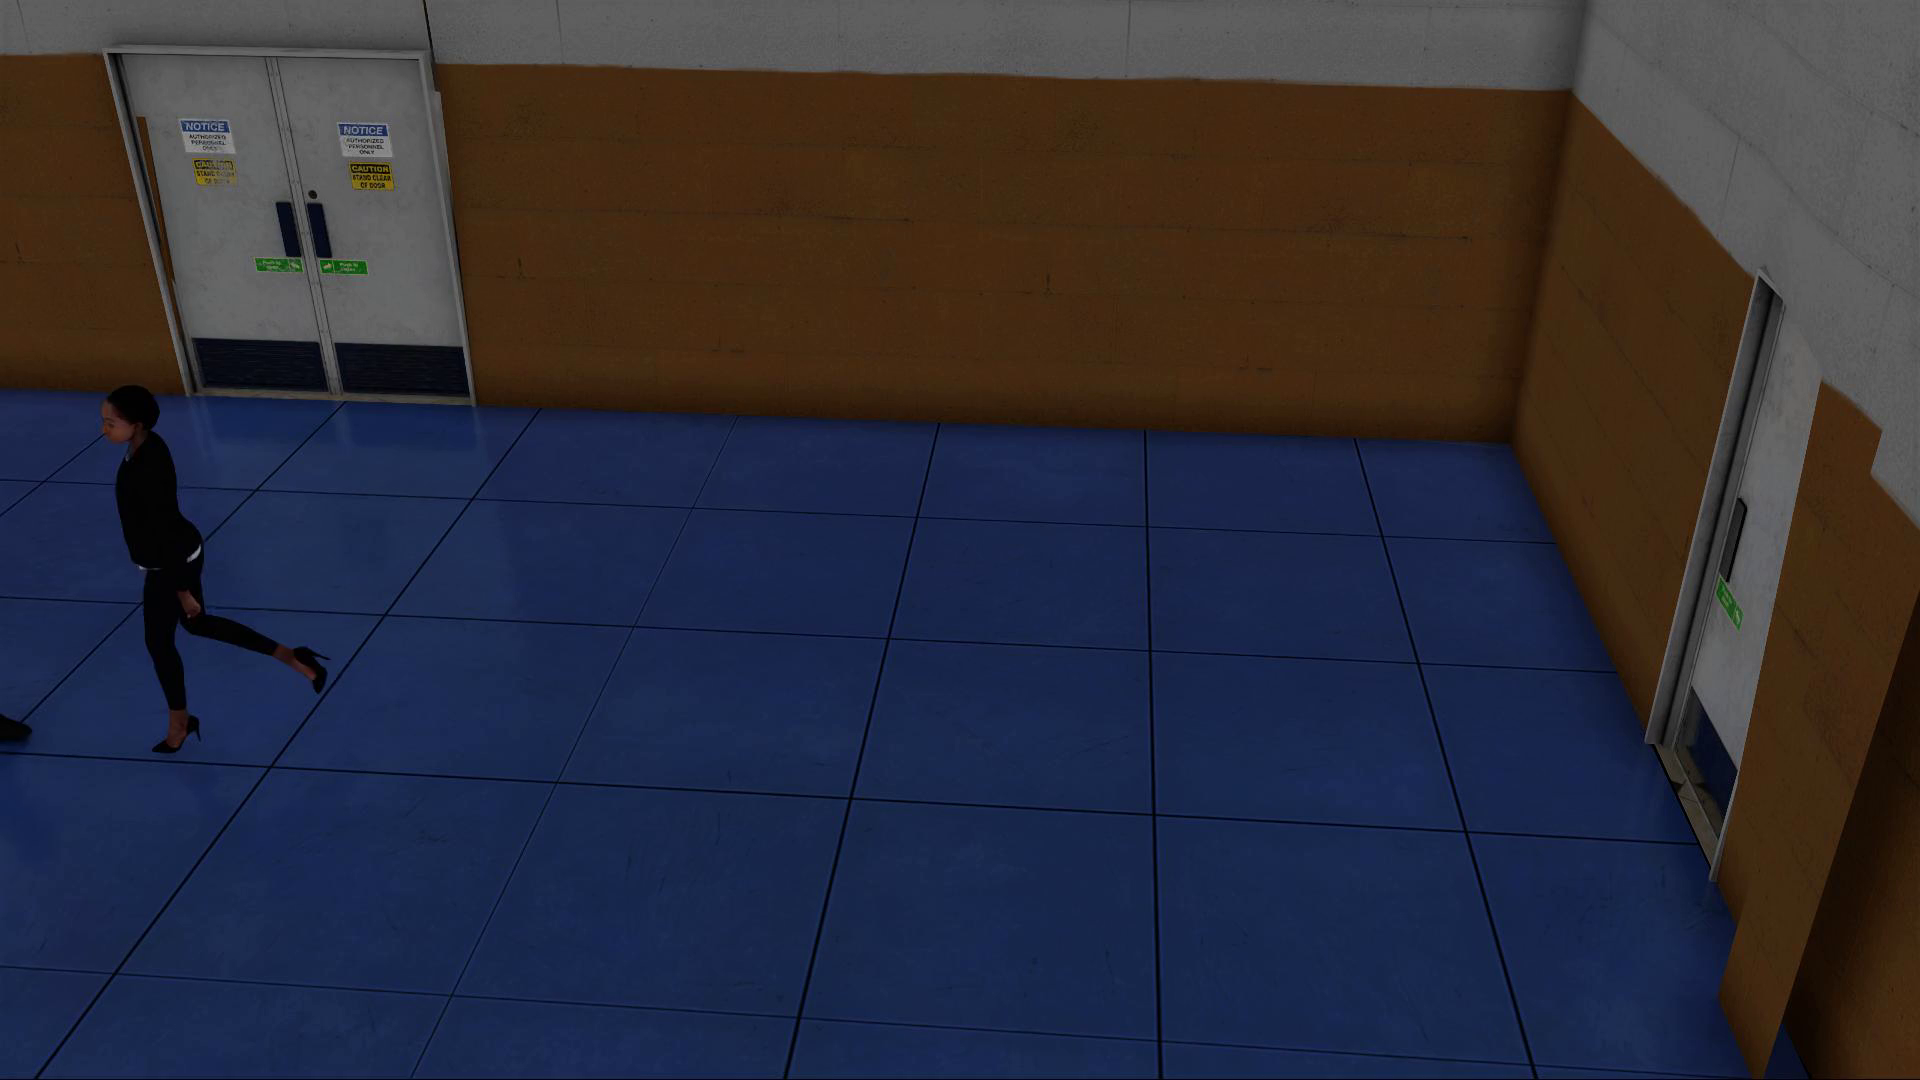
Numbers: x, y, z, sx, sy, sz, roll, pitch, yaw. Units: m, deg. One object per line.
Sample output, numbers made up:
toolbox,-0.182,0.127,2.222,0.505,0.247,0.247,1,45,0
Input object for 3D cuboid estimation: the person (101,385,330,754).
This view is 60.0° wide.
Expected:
person,-3.335,0.144,7.283,0.963,1.806,1.079,-10,30,-17
